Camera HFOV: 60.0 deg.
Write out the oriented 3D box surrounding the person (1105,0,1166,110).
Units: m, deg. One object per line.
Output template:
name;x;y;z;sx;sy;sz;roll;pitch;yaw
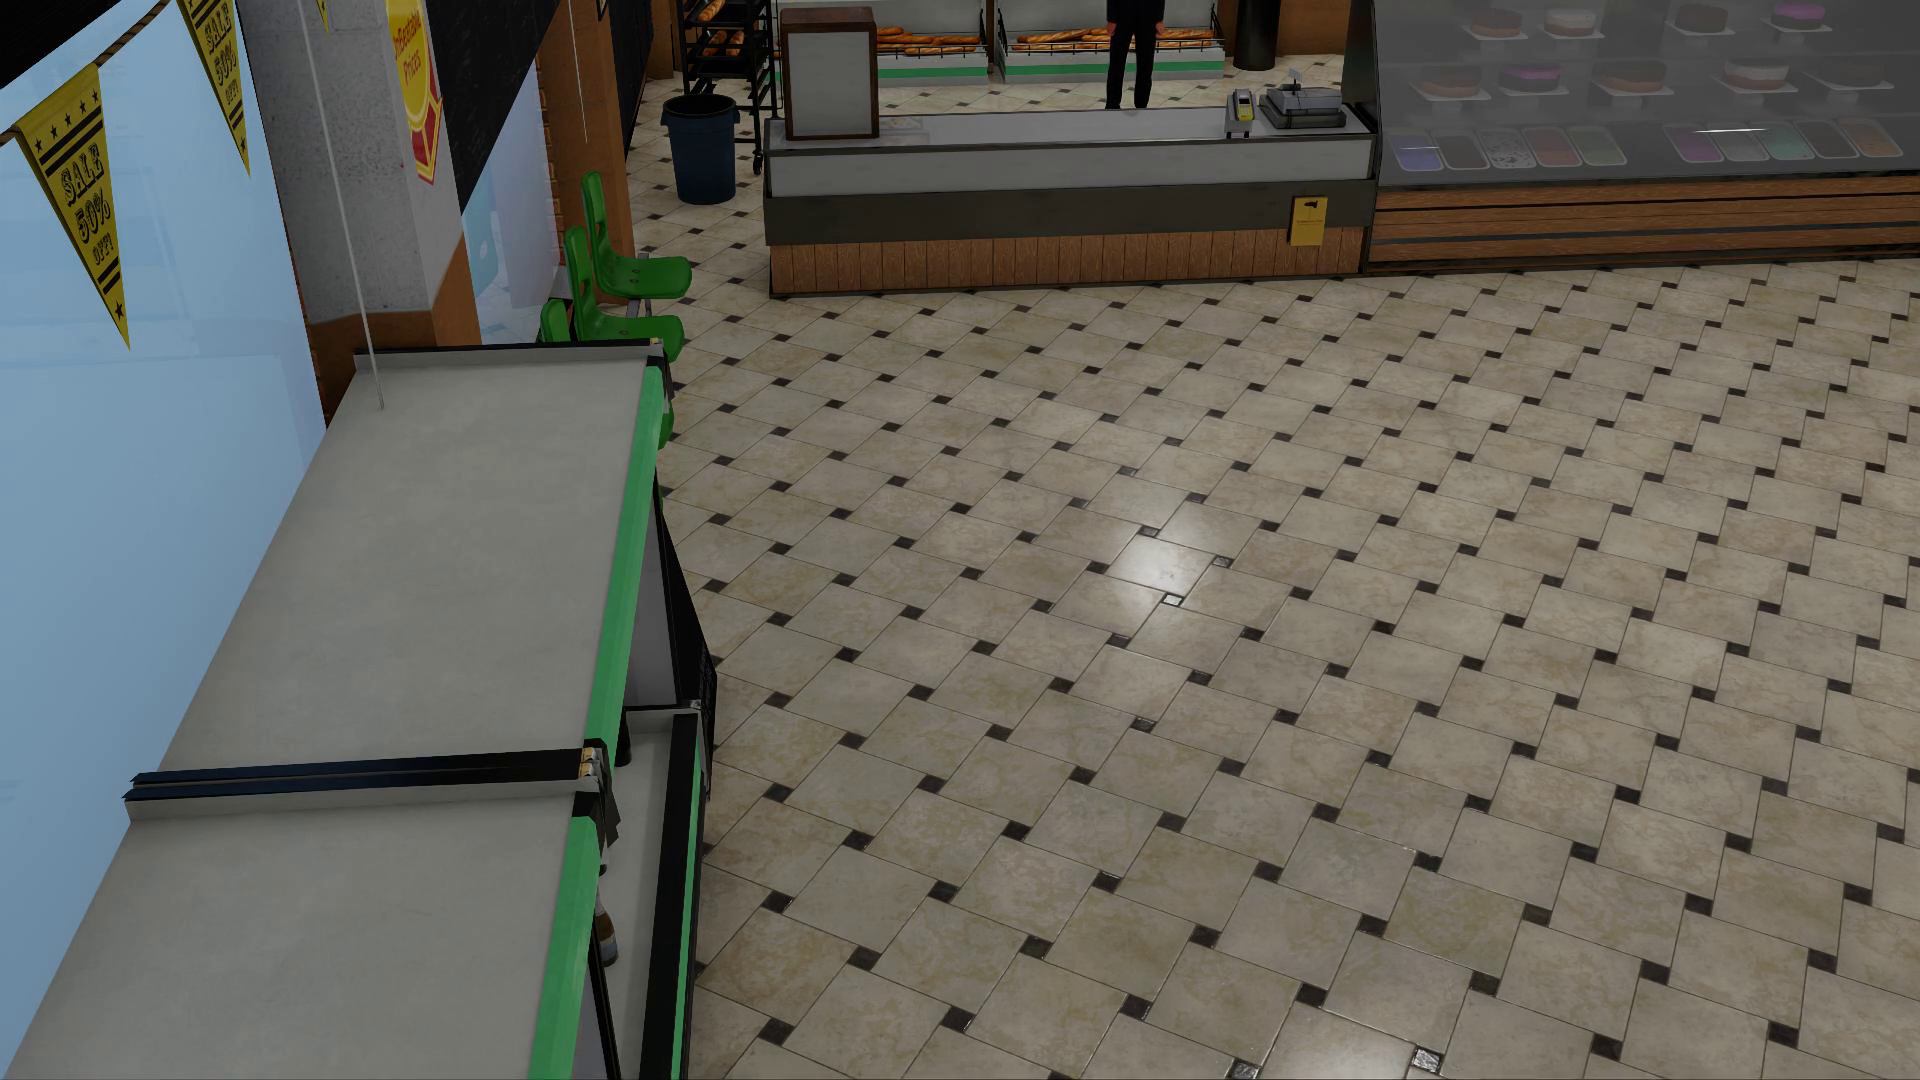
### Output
person;1.423;-4.245;13.475;0.623;1.868;0.564;-2;32;-4
